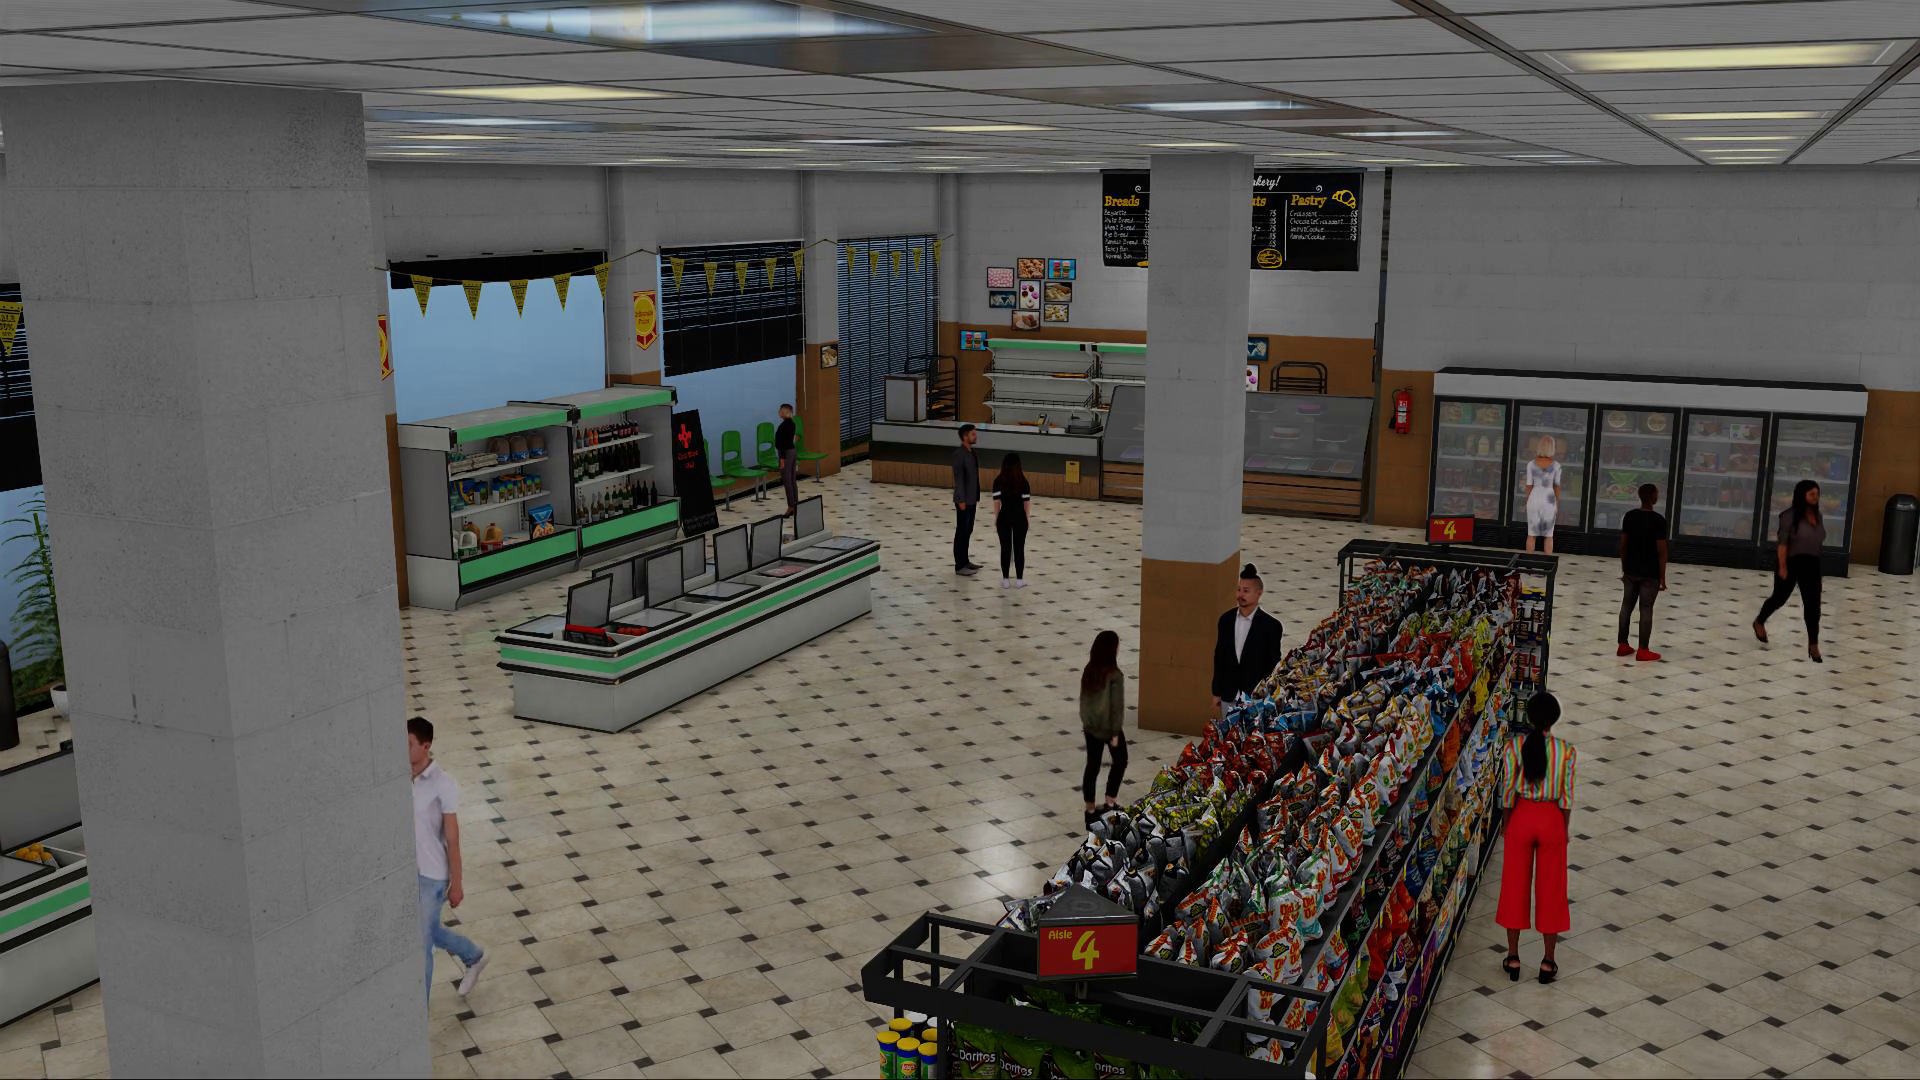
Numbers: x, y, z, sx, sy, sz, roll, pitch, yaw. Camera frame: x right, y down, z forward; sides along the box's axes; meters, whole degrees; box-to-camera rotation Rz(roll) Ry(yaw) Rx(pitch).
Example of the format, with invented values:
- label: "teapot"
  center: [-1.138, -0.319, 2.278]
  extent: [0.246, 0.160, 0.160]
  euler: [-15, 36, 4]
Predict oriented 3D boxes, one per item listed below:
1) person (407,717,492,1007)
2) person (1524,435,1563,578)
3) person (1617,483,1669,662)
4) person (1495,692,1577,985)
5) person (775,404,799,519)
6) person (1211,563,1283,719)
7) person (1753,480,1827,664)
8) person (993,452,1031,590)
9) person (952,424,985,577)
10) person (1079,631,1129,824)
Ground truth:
- label: "person"
  center: [-2.972, 1.877, 9.412]
  extent: [0.755, 1.822, 1.162]
  euler: [7, 14, 32]
- label: "person"
  center: [7.187, -0.426, 20.520]
  extent: [0.553, 1.751, 0.490]
  euler: [5, 13, 24]
- label: "person"
  center: [6.912, 0.315, 16.867]
  extent: [0.704, 1.806, 0.714]
  euler: [-8, 15, -35]
- label: "person"
  center: [3.447, 1.775, 9.966]
  extent: [0.626, 1.792, 0.554]
  euler: [4, 13, 18]
- label: "person"
  center: [-2.491, -1.157, 24.197]
  extent: [0.679, 1.666, 0.531]
  euler: [3, 12, 14]
- label: "person"
  center: [2.184, 1.136, 12.619]
  extent: [0.769, 1.949, 0.683]
  euler: [10, 15, 39]
- label: "person"
  center: [8.454, 0.298, 16.964]
  extent: [1.077, 1.798, 1.246]
  euler: [-2, 12, -11]
- label: "person"
  center: [0.621, -0.240, 19.909]
  extent: [0.673, 1.638, 0.675]
  euler: [2, 12, 7]
- label: "person"
  center: [0.073, -0.517, 20.654]
  extent: [0.779, 1.874, 0.594]
  euler: [3, 12, 15]
- label: "person"
  center: [1.023, 1.421, 12.450]
  extent: [0.700, 1.462, 0.680]
  euler: [-9, 15, -37]
